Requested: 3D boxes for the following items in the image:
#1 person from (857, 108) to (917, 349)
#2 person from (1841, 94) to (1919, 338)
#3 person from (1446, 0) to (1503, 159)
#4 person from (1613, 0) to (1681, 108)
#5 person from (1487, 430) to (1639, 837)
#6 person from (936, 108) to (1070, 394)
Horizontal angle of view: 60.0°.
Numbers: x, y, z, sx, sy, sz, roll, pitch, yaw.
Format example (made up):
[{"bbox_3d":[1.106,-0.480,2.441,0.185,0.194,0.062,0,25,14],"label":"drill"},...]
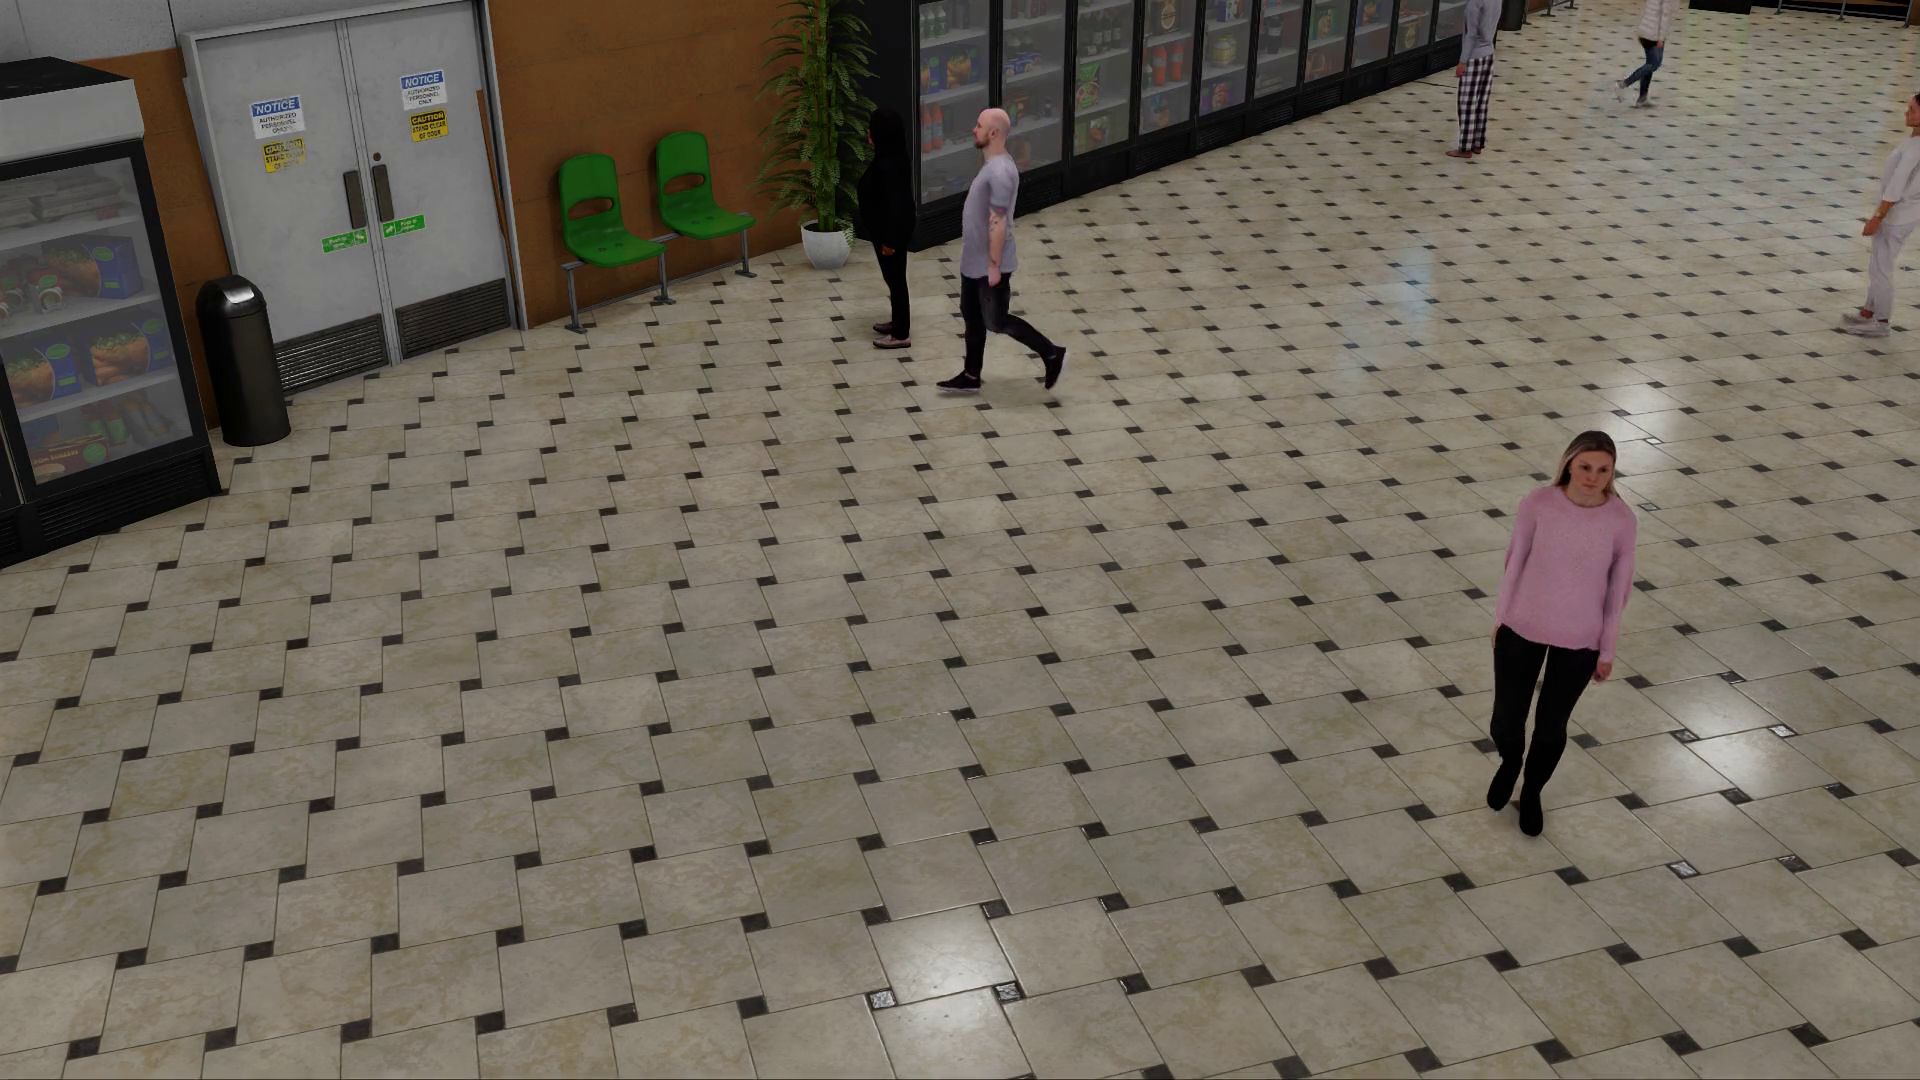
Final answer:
[{"bbox_3d":[-0.457,-2.104,11.224,0.824,1.616,0.774,-1,27,-1],"label":"person"},{"bbox_3d":[6.416,-2.225,11.388,0.634,1.684,0.582,-23,35,-38],"label":"person"},{"bbox_3d":[4.953,-4.606,15.904,0.648,1.847,0.571,-23,35,-37],"label":"person"},{"bbox_3d":[7.331,-5.412,17.746,0.991,1.618,0.935,-4,27,-8],"label":"person"},{"bbox_3d":[2.265,0.329,6.359,0.657,1.677,0.762,9,28,17],"label":"person"},{"bbox_3d":[0.274,-1.727,10.265,1.157,1.812,1.097,-2,27,-4],"label":"person"}]
